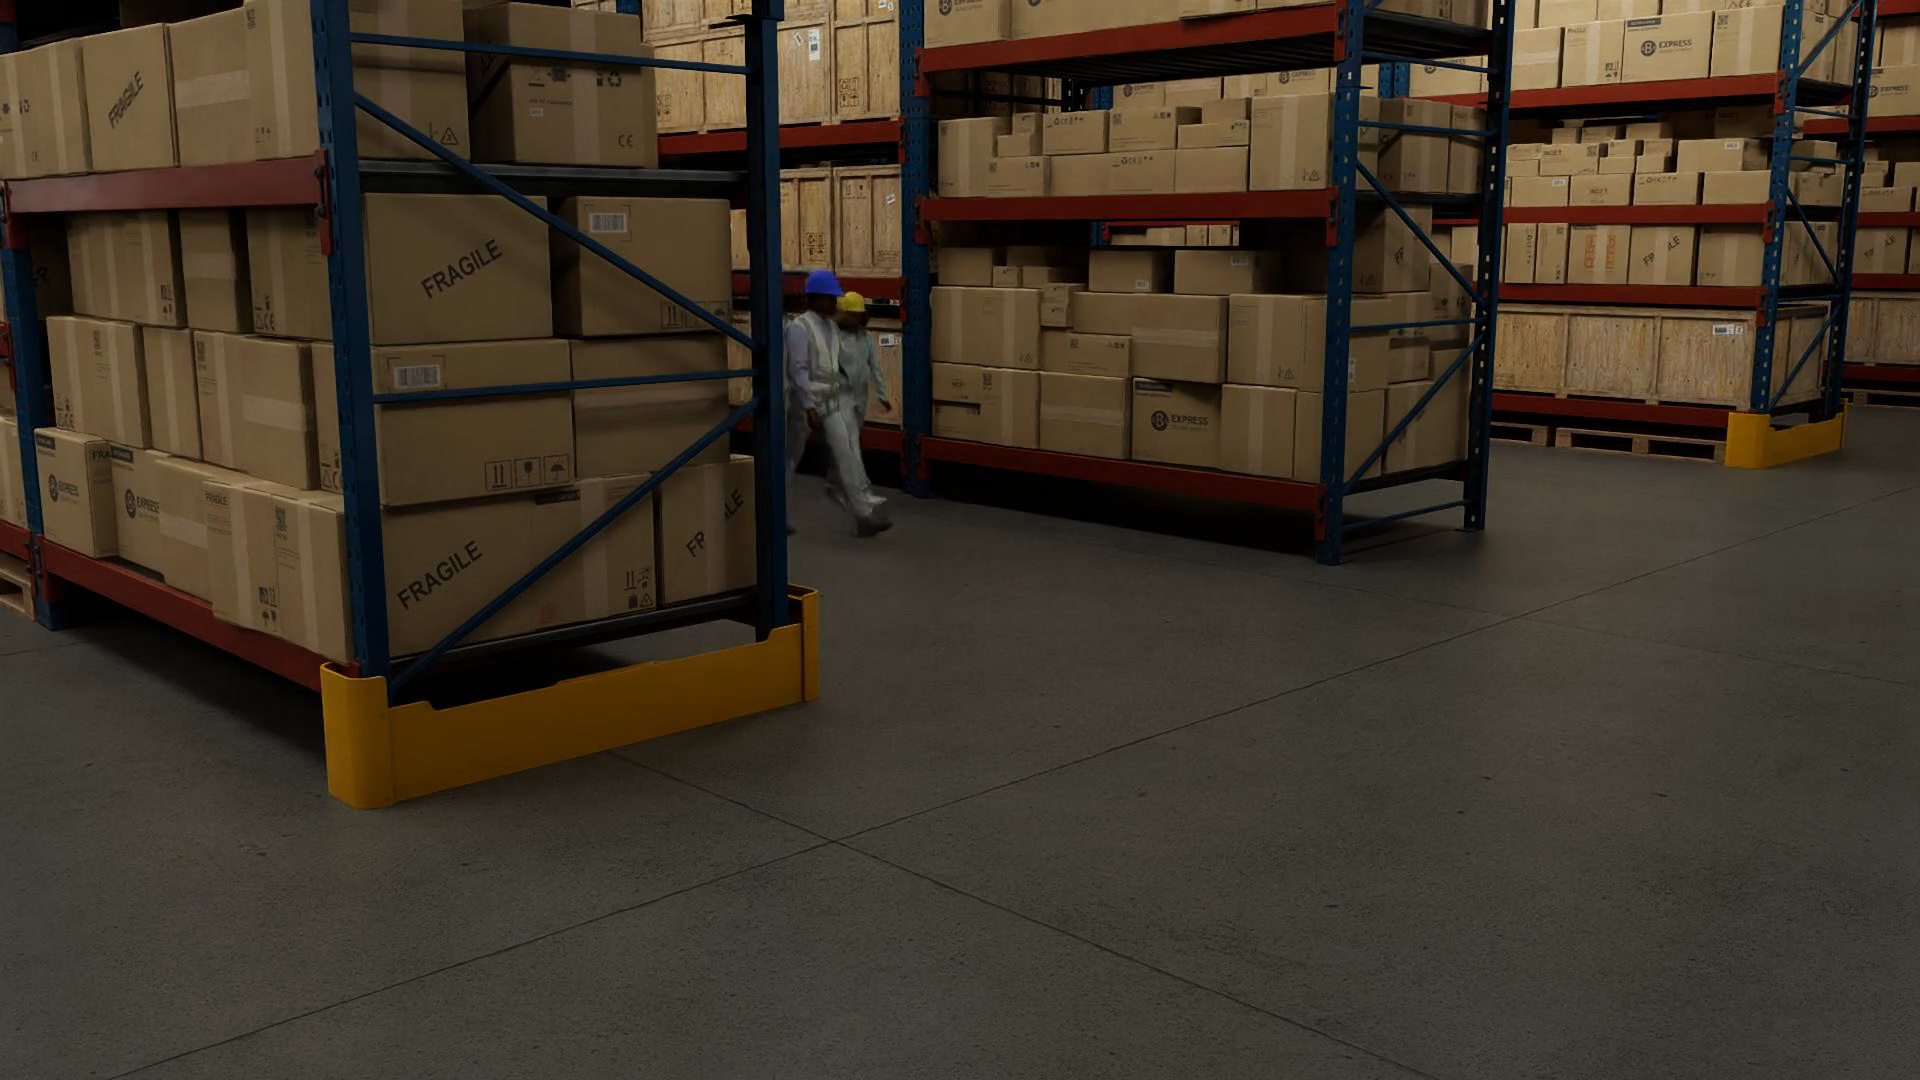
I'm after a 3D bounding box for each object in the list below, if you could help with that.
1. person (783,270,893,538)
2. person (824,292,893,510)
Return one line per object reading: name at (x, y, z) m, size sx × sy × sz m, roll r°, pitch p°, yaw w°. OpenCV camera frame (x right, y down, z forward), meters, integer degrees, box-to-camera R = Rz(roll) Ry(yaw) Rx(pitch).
person at (-1.002, -0.942, 11.700) m, size 1.018 × 1.892 × 0.624 m, roll 7°, pitch 12°, yaw 32°
person at (-0.823, -1.081, 12.993) m, size 0.916 × 1.693 × 0.506 m, roll 10°, pitch 14°, yaw 43°
